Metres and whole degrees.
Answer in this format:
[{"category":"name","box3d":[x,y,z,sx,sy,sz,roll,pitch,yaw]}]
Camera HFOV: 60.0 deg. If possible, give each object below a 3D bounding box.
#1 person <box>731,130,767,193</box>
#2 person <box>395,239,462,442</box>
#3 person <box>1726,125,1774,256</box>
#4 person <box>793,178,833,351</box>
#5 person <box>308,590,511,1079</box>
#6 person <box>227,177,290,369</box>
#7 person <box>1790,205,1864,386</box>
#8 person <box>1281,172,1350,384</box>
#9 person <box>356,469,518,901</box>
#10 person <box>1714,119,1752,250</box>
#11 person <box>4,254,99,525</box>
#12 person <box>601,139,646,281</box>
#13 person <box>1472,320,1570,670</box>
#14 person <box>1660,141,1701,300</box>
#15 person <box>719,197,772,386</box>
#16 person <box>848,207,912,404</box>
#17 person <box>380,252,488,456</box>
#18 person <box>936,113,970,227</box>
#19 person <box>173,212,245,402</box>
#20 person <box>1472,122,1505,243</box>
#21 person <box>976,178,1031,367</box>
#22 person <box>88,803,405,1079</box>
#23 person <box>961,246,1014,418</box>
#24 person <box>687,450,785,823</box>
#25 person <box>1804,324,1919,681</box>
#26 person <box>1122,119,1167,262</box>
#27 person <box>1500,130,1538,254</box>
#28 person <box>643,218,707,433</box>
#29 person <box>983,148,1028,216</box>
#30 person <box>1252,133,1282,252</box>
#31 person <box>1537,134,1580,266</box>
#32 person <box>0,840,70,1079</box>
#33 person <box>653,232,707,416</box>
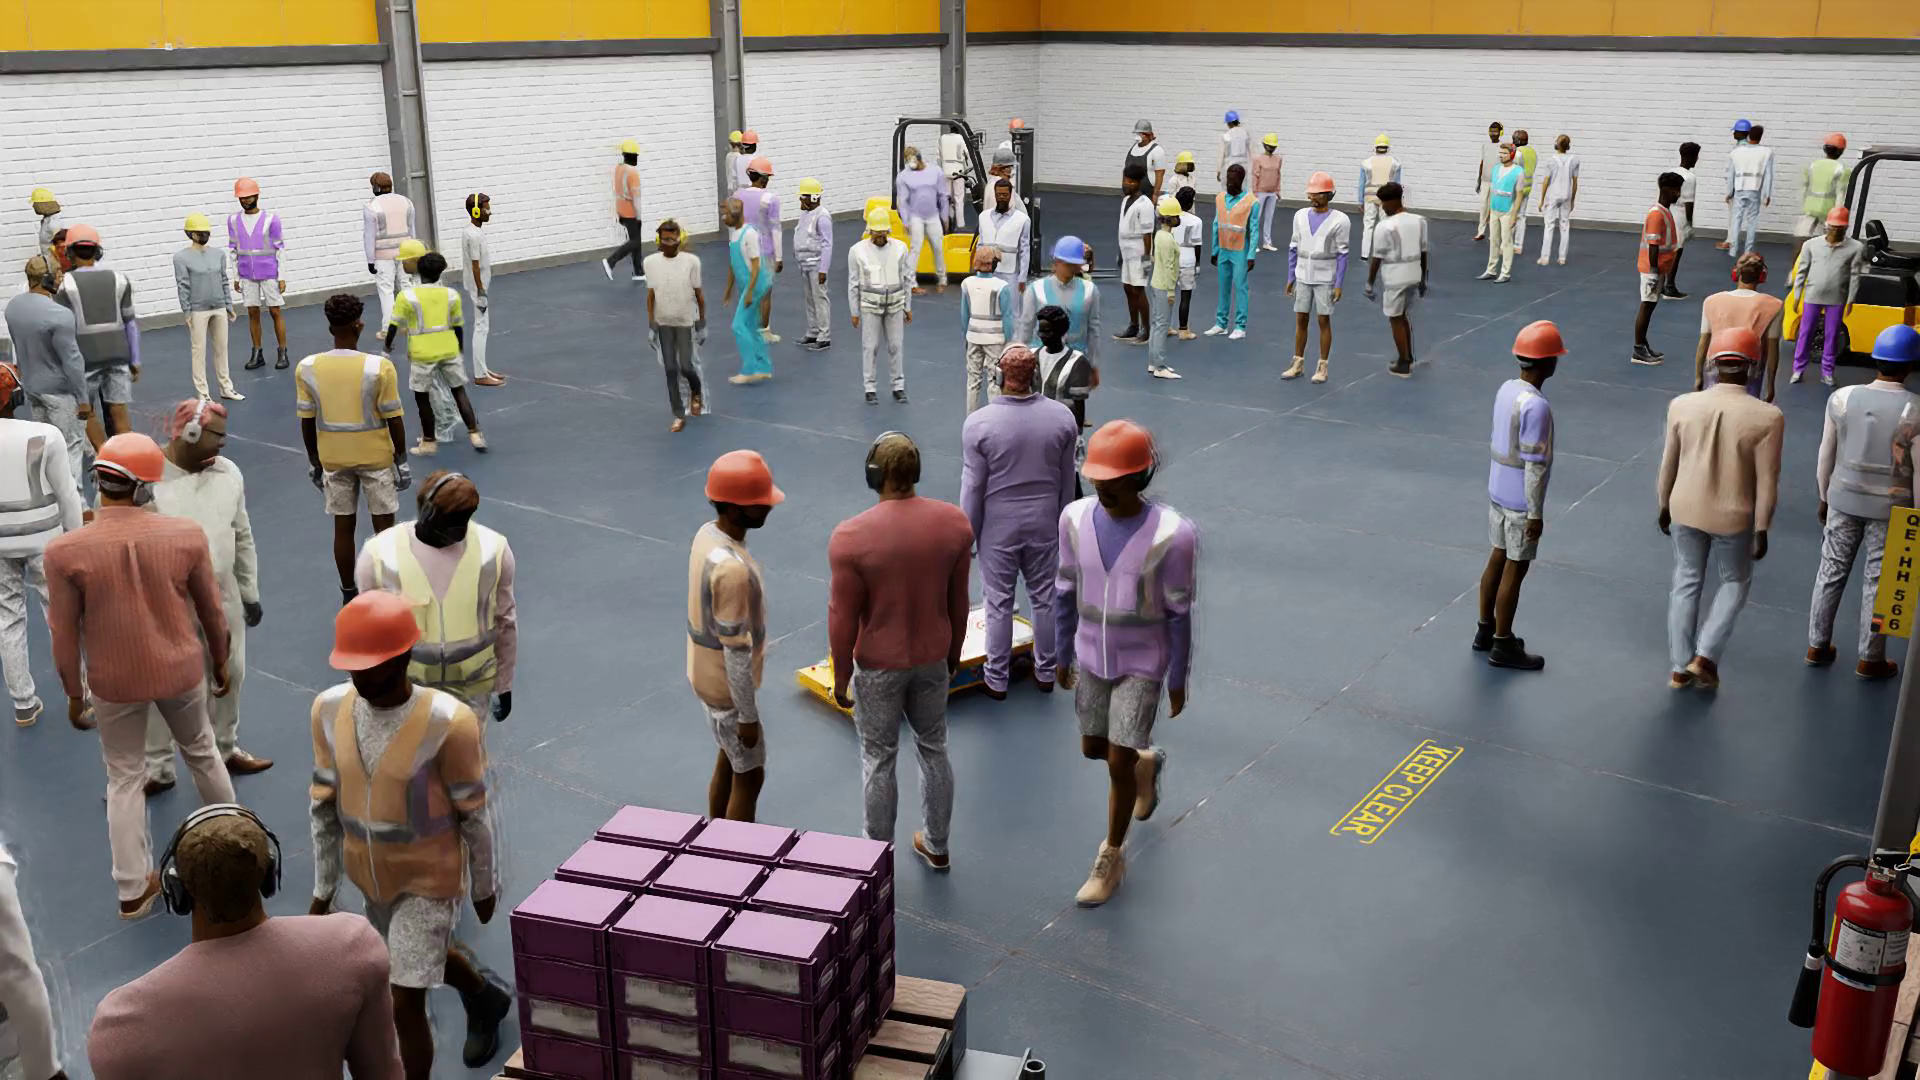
[{"category":"person","box3d":[-2.904,-4.727,23.208,0.543,1.939,0.360,9,20,26]},{"category":"person","box3d":[-4.508,-1.664,13.966,0.364,1.722,0.492,-2,18,-5]},{"category":"person","box3d":[11.698,-5.176,24.673,0.603,1.913,0.431,9,20,26]},{"category":"person","box3d":[-1.580,-2.955,17.833,0.404,1.831,0.600,-9,20,-26]},{"category":"person","box3d":[-1.737,1.021,5.325,0.540,1.903,0.979,6,19,17]},{"category":"person","box3d":[-7.105,-2.691,16.841,0.549,1.937,0.358,-1,18,-2]},{"category":"person","box3d":[8.385,-2.364,16.128,0.564,1.744,0.357,9,20,25]},{"category":"person","box3d":[3.465,-2.551,16.230,0.605,2.045,0.379,13,22,36]},{"category":"person","box3d":[-2.147,0.563,6.894,0.661,1.805,0.585,-7,19,-20]},{"category":"person","box3d":[11.807,-5.400,25.294,0.389,1.949,0.604,10,20,29]},{"category":"person","box3d":[-6.357,-1.039,11.698,0.641,1.927,0.386,9,20,26]},{"category":"person","box3d":[-4.469,-4.385,22.207,0.729,1.904,0.588,-11,21,-31]},{"category":"person","box3d":[3.113,-0.247,9.192,0.356,1.938,0.552,-1,18,-2]},{"category":"person","box3d":[9.053,-4.029,20.982,0.367,1.962,0.612,-2,18,-7]},{"category":"person","box3d":[-2.123,-2.416,16.204,0.614,1.805,0.540,-7,19,-21]},{"category":"person","box3d":[-0.733,-2.160,15.376,0.602,1.819,0.403,-6,19,-17]},{"category":"person","box3d":[-4.286,-1.470,13.459,0.495,1.675,0.679,16,24,41]},{"category":"person","box3d":[-0.095,-5.942,27.025,0.584,1.928,0.374,9,20,27]},{"category":"person","box3d":[-6.948,-2.130,15.361,0.304,1.772,0.525,11,21,30]},{"category":"person","box3d":[8.343,-5.619,26.132,0.334,1.860,0.509,-15,23,-38]},{"category":"person","box3d":[0.433,-2.695,16.879,0.591,1.921,0.392,10,20,28]},{"category":"person","box3d":[-1.550,1.489,3.763,0.635,1.937,0.352,-15,23,-39]},{"category":"person","box3d":[0.232,-1.677,14.155,0.511,1.637,0.307,12,21,33]},{"category":"person","box3d":[-0.890,0.564,6.688,0.393,1.927,0.555,-6,19,-18]},{"category":"person","box3d":[4.942,-0.197,9.018,0.380,1.950,0.605,-14,22,-37]},{"category":"person","box3d":[2.589,-5.026,23.978,0.535,2.000,0.673,-15,23,-39]},{"category":"person","box3d":[8.290,-5.179,24.800,0.630,1.833,0.429,-13,22,-34]},{"category":"person","box3d":[-2.459,-1.878,14.458,0.501,1.846,0.546,0,18,1]},{"category":"person","box3d":[0.532,-3.472,19.117,0.537,2.000,0.679,-1,18,-2]},{"category":"person","box3d":[4.628,-5.241,25.097,0.523,1.767,0.313,-9,20,-25]},{"category":"person","box3d":[8.519,-4.839,23.708,0.505,1.847,0.348,1,18,3]},{"category":"person","box3d":[-2.688,1.338,4.372,0.599,1.859,0.514,11,21,32]},{"category":"person","box3d":[-2.499,-1.958,14.889,0.430,1.727,0.498,-9,20,-27]}]
